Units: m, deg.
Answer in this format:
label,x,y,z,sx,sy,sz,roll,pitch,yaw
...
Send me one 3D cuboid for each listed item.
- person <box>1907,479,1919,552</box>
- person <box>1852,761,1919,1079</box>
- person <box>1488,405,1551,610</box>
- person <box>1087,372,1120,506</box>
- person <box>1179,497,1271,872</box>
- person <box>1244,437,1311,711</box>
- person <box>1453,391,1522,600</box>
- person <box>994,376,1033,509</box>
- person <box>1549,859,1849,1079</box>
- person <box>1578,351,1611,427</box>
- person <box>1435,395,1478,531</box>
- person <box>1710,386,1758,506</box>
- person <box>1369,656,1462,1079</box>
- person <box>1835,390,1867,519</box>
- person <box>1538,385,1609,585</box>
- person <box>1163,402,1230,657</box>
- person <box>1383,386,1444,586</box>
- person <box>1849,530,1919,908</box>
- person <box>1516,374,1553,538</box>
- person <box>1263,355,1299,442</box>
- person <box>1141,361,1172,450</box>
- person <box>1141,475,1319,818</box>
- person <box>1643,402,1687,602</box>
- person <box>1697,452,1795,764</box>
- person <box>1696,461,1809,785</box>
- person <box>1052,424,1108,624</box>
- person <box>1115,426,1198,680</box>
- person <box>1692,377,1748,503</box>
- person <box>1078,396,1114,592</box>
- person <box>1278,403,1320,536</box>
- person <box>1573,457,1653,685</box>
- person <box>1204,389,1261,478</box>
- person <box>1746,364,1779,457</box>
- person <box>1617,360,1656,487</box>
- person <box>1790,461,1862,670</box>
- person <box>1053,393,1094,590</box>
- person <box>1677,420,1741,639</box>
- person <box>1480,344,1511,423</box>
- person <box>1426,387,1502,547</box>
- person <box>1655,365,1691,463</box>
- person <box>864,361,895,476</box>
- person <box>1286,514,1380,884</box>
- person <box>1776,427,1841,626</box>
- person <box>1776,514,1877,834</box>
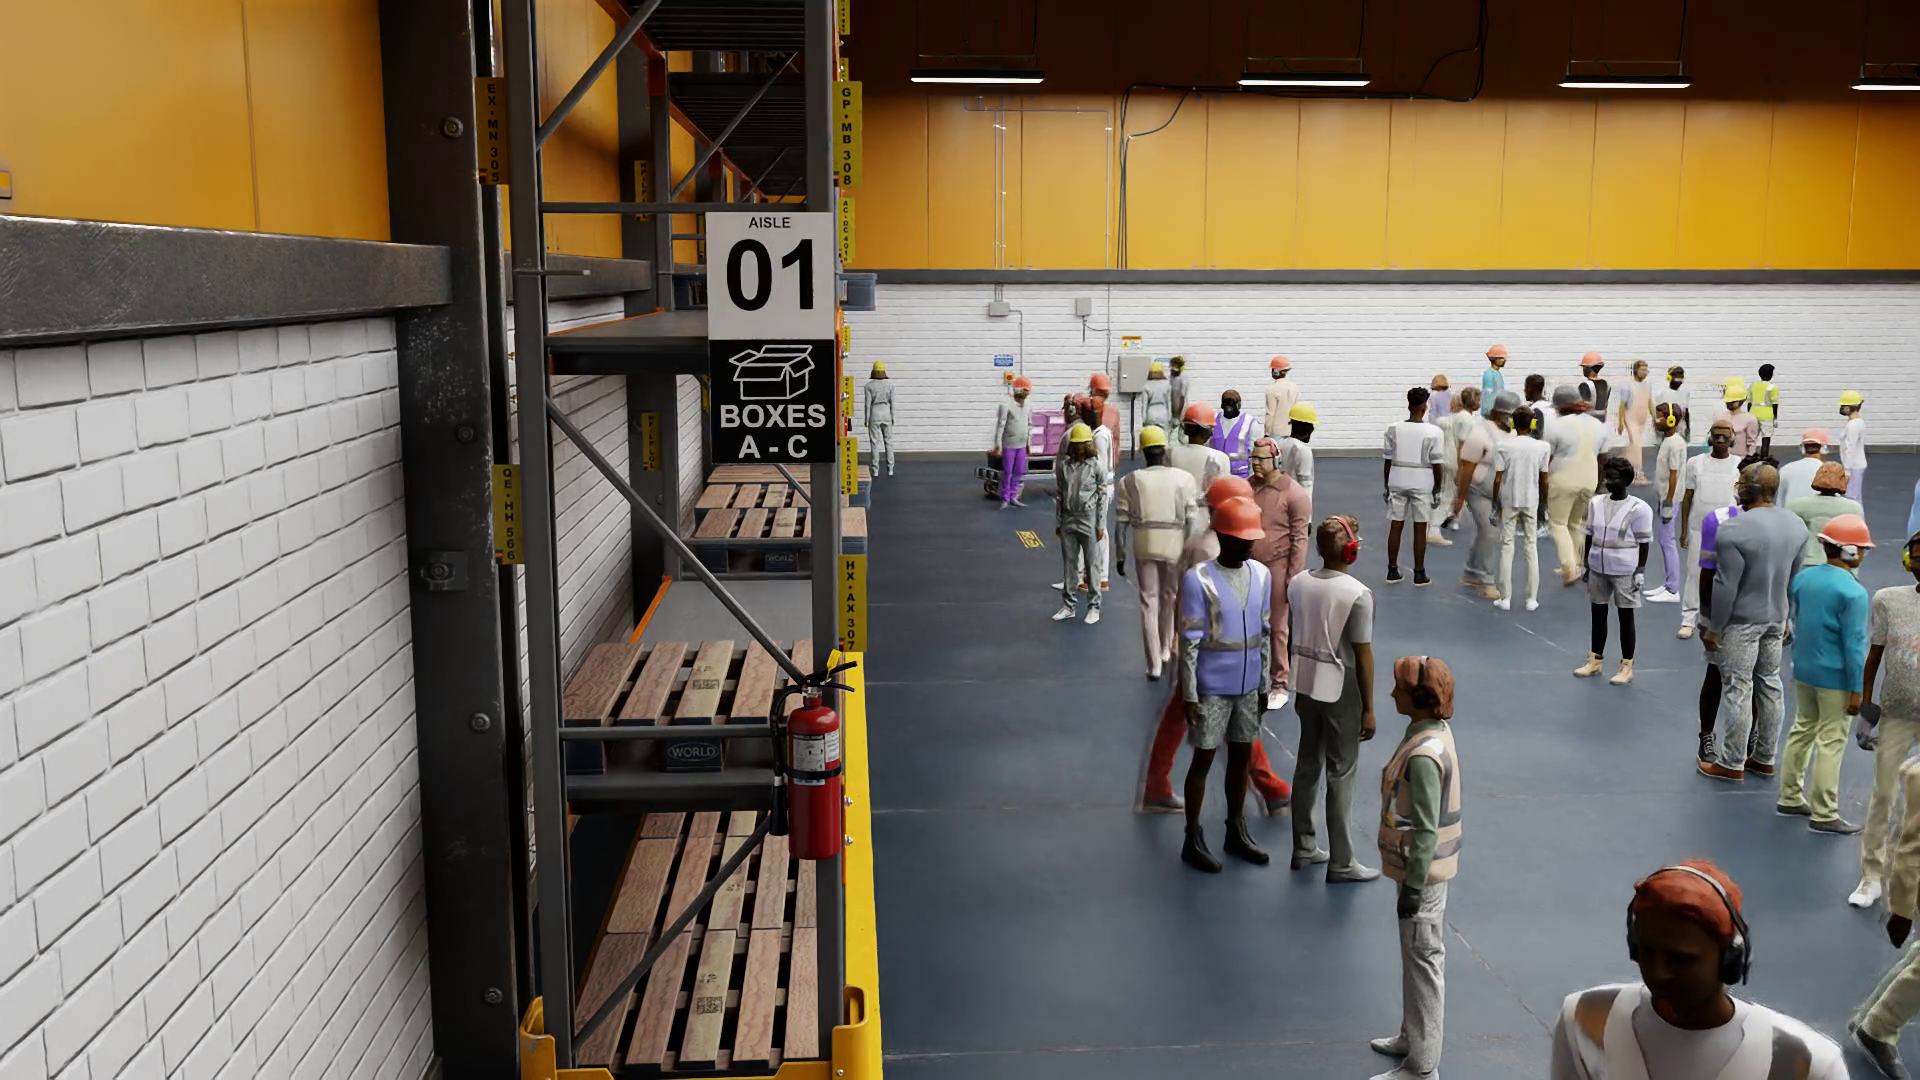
label,x,y,z,sx,sy,sz,roll,pitch,yaw
person,7.657,0.081,12.895,0.606,1.827,0.403,2,9,12
person,3.583,1.258,5.937,0.553,1.696,0.959,-3,9,-17
person,5.073,-0.291,15.092,0.521,1.865,0.319,2,9,10
person,1.461,-0.879,18.425,0.619,1.979,0.653,-4,10,-24
person,1.375,0.732,8.479,0.546,1.928,0.385,-5,10,-28
person,2.121,0.231,11.690,0.643,1.909,0.409,9,12,43
person,5.027,-0.494,15.820,0.727,2.000,0.762,-5,11,-31
person,0.716,-1.258,21.590,0.631,1.735,0.399,-9,13,-44
person,1.455,1.568,3.389,0.627,1.877,0.426,8,12,40
person,8.200,-1.434,21.715,0.616,2.041,0.383,-7,12,-39
person,5.868,-0.911,19.742,0.536,1.620,0.381,1,9,7
person,8.963,-0.914,19.339,0.327,1.761,0.522,-7,12,-38
person,1.711,1.234,6.221,0.306,1.640,0.523,3,9,16
person,9.971,-0.798,18.648,0.382,1.755,0.536,6,11,33
person,6.002,-0.579,16.351,0.702,2.000,0.815,-3,10,-20
person,1.866,-0.074,13.176,0.615,2.041,0.392,5,10,30
person,4.428,-0.523,16.282,0.598,1.958,0.372,5,11,31
person,4.539,0.855,7.882,0.515,1.872,0.328,6,11,32
person,6.643,-0.961,19.195,0.455,1.901,0.590,5,10,28
person,4.168,-1.414,21.734,0.612,1.997,0.375,-8,12,-42
person,3.008,-1.870,25.435,0.489,1.728,0.495,0,9,-2
person,1.498,0.601,9.257,1.030,1.933,0.627,0,9,-3
person,6.594,-0.355,15.512,0.314,1.861,0.510,3,10,19
person,4.816,0.440,10.193,0.602,1.963,0.367,0,9,-3
person,4.722,0.494,9.935,0.631,1.939,0.372,-3,10,-21
person,1.045,-0.142,14.542,0.493,1.743,0.297,6,11,32
person,1.492,0.072,12.708,0.617,1.885,0.843,0,9,3
person,10.012,-1.275,21.739,0.913,1.723,0.526,9,12,43
person,1.300,-0.446,16.002,0.355,1.887,0.573,0,9,3
person,2.952,-0.250,14.671,0.392,1.918,0.589,-3,9,-16
person,4.863,0.225,12.378,0.316,1.695,0.542,-6,11,-34
person,2.875,-0.688,17.710,0.623,1.835,0.431,5,10,29
person,12.233,-1.840,25.359,0.321,1.692,0.529,-5,10,-27
person,9.783,-1.654,23.831,0.516,1.812,0.840,-5,10,-27
person,6.567,0.213,12.655,0.506,1.633,0.279,7,11,36
person,1.123,-0.473,16.154,0.399,1.893,0.656,4,10,22
person,6.248,-0.075,13.799,0.508,1.847,0.345,4,10,26
person,7.741,-1.812,24.085,0.379,2.041,0.616,5,10,27
person,5.653,-0.796,18.455,0.948,1.793,0.539,1,9,4
person,9.522,-1.419,22.231,0.553,1.844,0.474,-1,9,-8
person,-1.224,-1.846,25.240,0.489,1.743,0.323,-3,10,-19
person,1.852,0.792,8.339,0.390,1.850,0.564,-5,11,-31
person,7.310,-0.102,14.316,0.406,1.735,0.595,-5,10,-28
person,4.769,0.725,9.088,0.340,1.745,0.567,-1,9,-6
